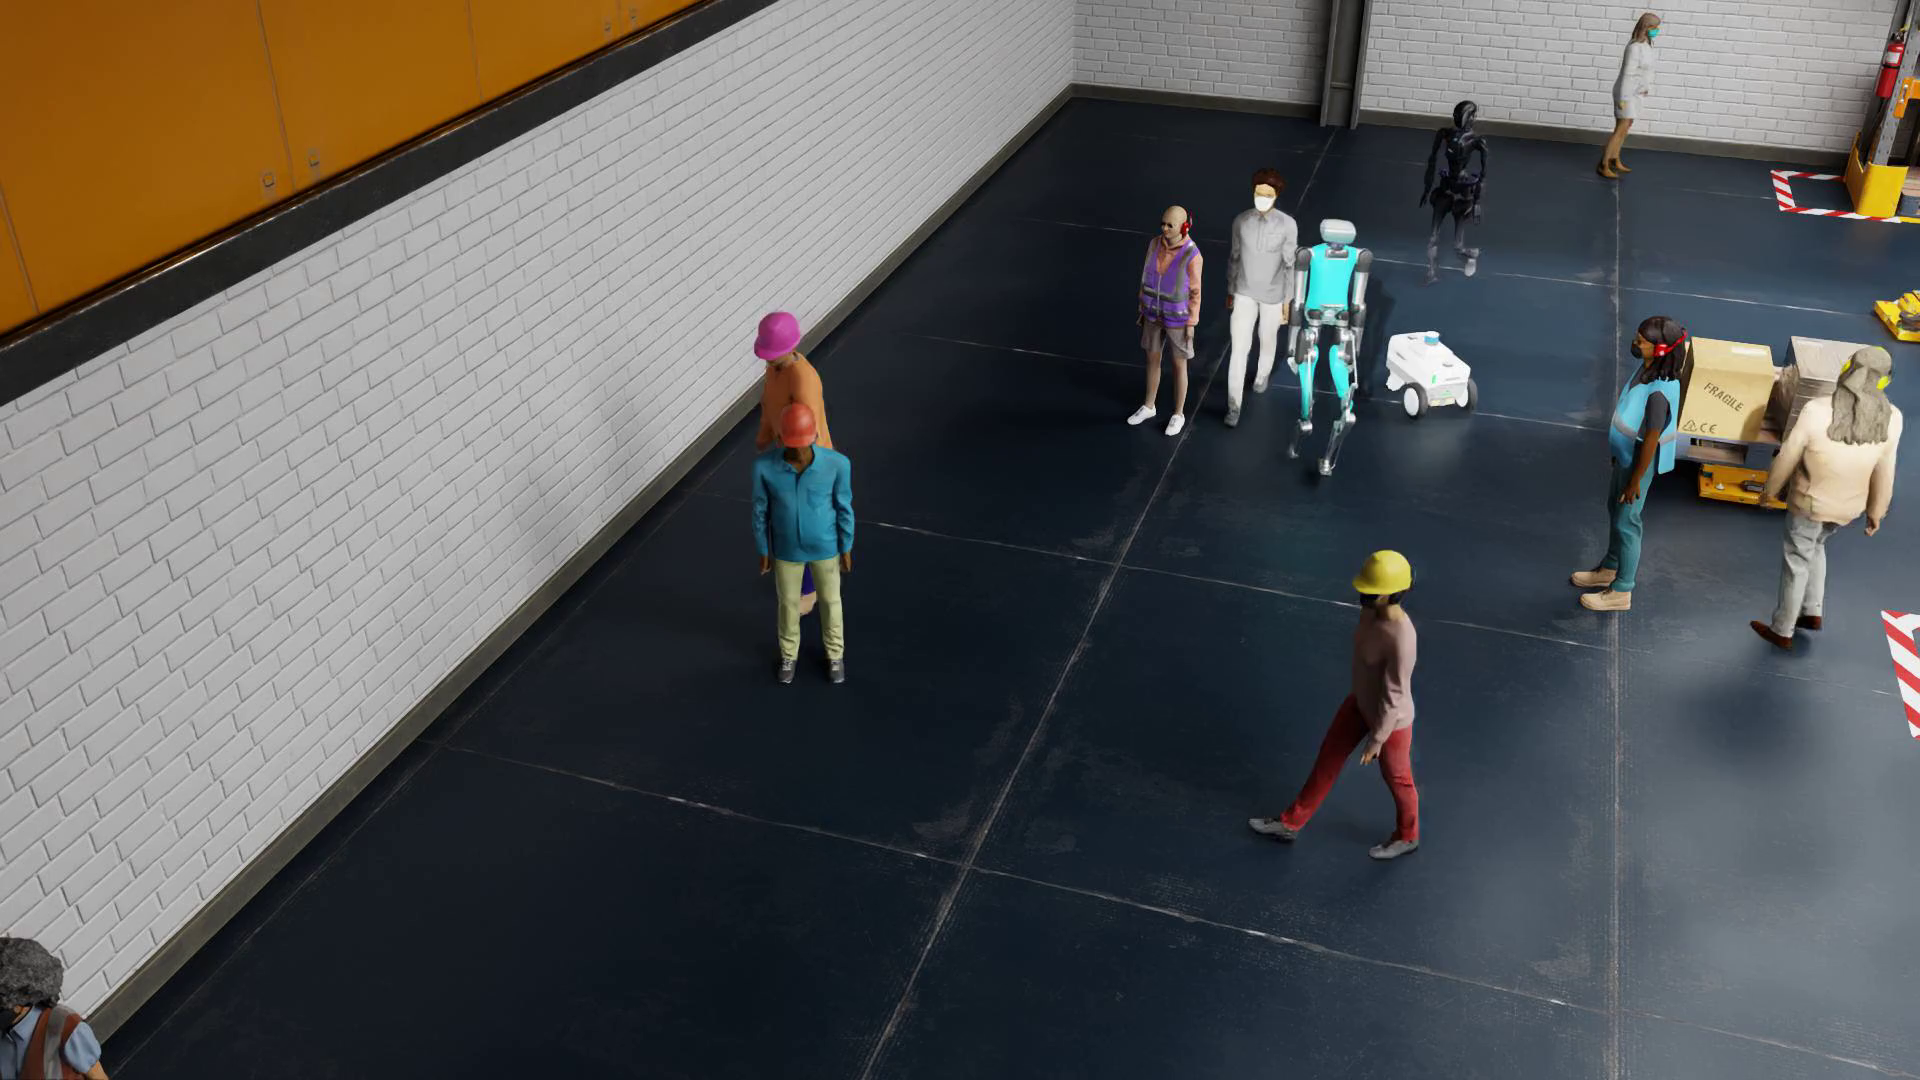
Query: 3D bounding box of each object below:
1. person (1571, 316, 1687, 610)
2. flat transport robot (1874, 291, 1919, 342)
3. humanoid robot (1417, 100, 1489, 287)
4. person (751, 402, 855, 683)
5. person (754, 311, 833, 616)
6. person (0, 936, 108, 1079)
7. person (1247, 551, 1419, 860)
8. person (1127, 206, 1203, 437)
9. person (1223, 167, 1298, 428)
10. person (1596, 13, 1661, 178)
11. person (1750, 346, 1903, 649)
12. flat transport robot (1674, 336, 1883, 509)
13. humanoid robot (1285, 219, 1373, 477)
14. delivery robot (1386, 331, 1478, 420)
[{"bbox_3d":[3.990,-0.449,9.827,0.390,1.860,0.508,6,31,10],"label":"person"},{"bbox_3d":[8.403,-1.807,13.699,1.431,0.231,0.659,5,31,8],"label":"flat transport robot"},{"bbox_3d":[4.309,-3.016,14.370,0.572,1.637,0.616,-25,39,-36],"label":"humanoid robot"},{"bbox_3d":[-0.851,0.029,9.122,0.559,1.743,0.358,-1,30,-2],"label":"person"},{"bbox_3d":[-0.994,-0.501,9.822,0.506,1.955,0.725,-12,32,-19],"label":"person"},{"bbox_3d":[-3.115,2.038,5.752,0.433,1.688,0.311,-1,30,-1],"label":"person"},{"bbox_3d":[1.873,0.812,7.811,0.879,1.726,0.539,-6,31,-10],"label":"person"},{"bbox_3d":[1.492,-1.575,11.898,0.478,1.693,0.348,22,37,32],"label":"person"},{"bbox_3d":[2.206,-1.834,12.194,0.541,1.853,0.977,9,32,15],"label":"person"},{"bbox_3d":[6.872,-4.546,16.989,0.346,1.652,0.590,23,37,33],"label":"person"},{"bbox_3d":[4.901,-0.234,9.460,0.591,1.857,0.445,-2,30,-3],"label":"person"},{"bbox_3d":[5.544,-0.640,11.714,0.659,0.231,1.431,10,32,16],"label":"flat transport robot"},{"bbox_3d":[2.514,-1.195,11.240,0.558,1.771,0.887,-2,30,-3],"label":"humanoid robot"},{"bbox_3d":[3.525,-1.276,12.496,0.515,0.577,0.746,-8,31,-14],"label":"delivery robot"}]
